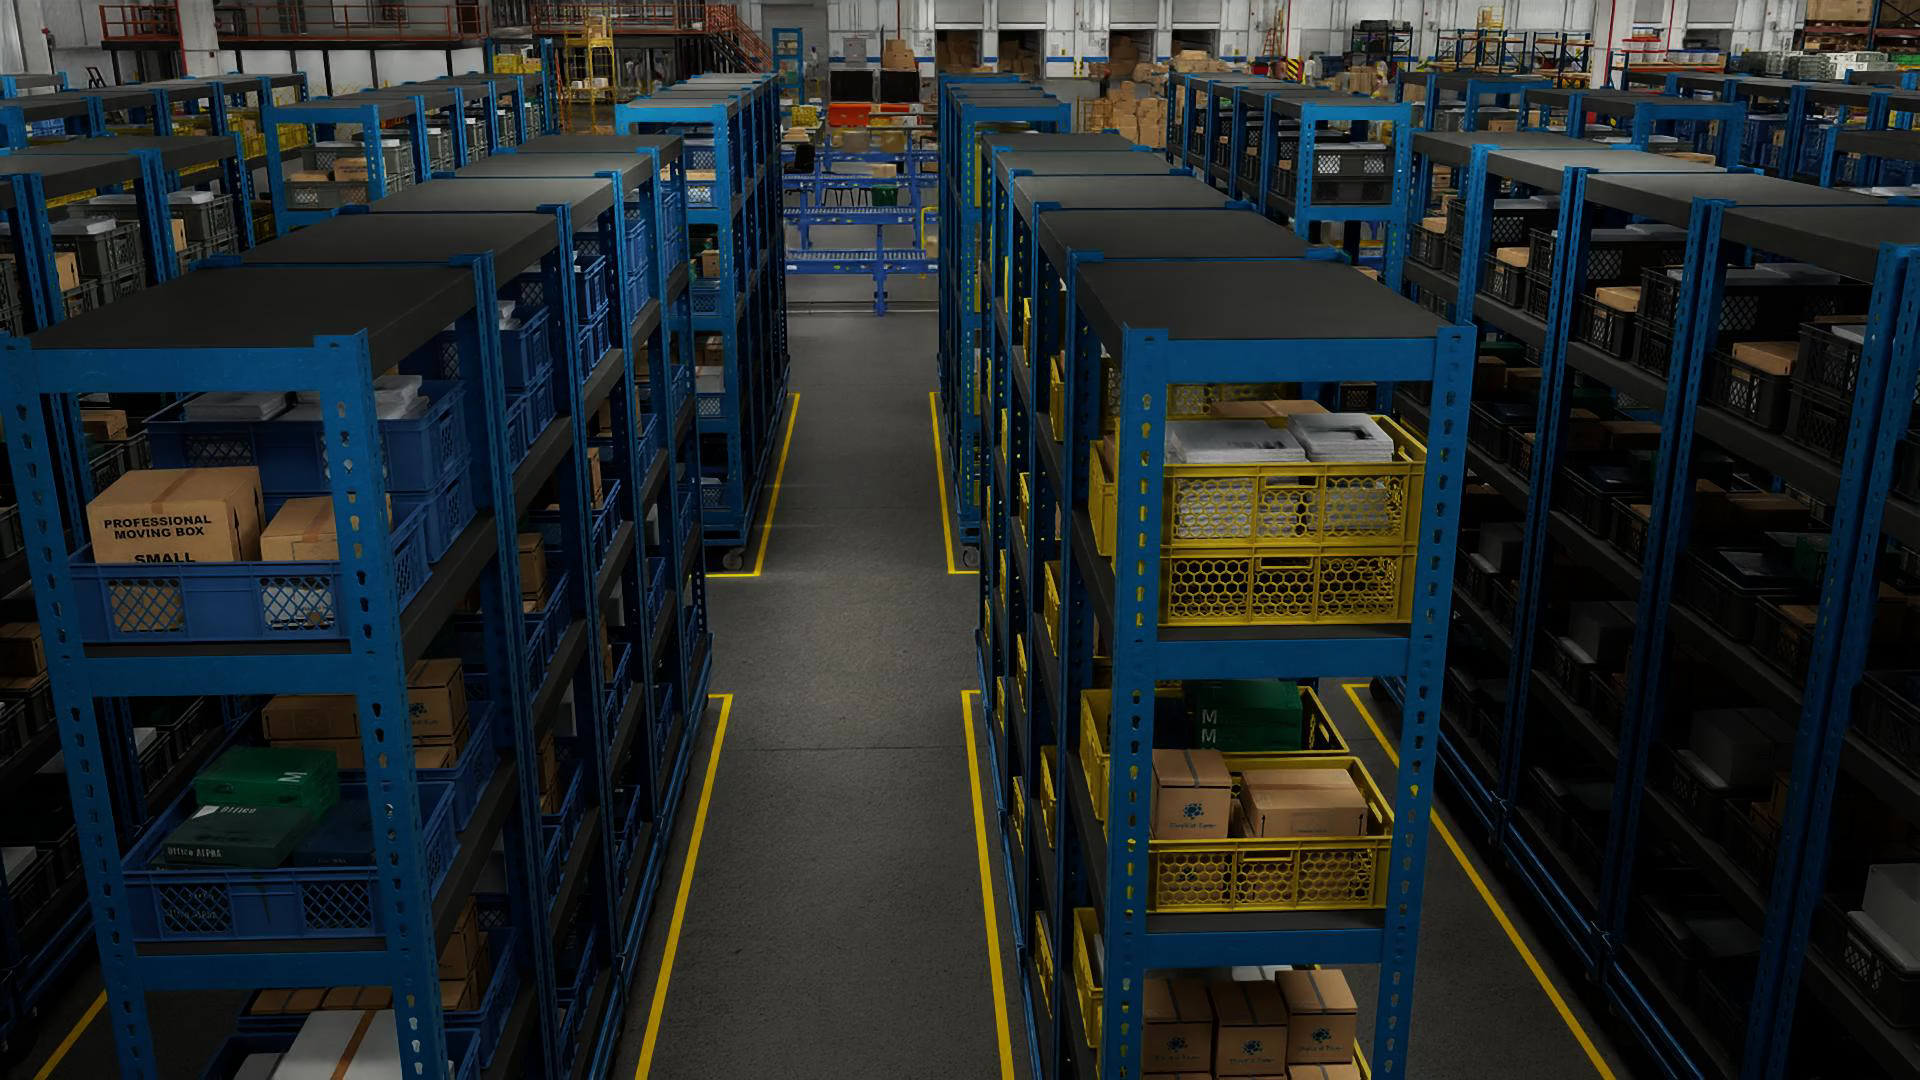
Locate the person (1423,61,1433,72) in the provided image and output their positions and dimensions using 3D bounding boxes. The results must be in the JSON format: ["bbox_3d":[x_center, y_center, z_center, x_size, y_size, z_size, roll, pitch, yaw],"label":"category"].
[{"bbox_3d":[21.654,-21.252,76.897,0.486,1.714,0.799,-7,19,-20],"label":"person"}]

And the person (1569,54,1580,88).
[{"bbox_3d":[29.623,-22.414,80.167,0.390,1.917,0.585,13,22,34],"label":"person"}]

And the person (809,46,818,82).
[{"bbox_3d":[-8.279,-26.919,94.054,0.602,1.949,0.390,-16,24,-40],"label":"person"}]

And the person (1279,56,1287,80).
[{"bbox_3d":[16.651,-23.920,85.218,0.735,1.667,0.540,14,23,38],"label":"person"}]

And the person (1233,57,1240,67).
[{"bbox_3d":[12.537,-21.087,76.046,0.665,1.916,0.664,10,20,28],"label":"person"}]

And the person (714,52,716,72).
[{"bbox_3d":[-13.952,-26.810,93.749,0.647,1.958,0.363,13,22,34],"label":"person"}]

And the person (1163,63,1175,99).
[{"bbox_3d":[8.303,-17.715,65.426,0.684,2.000,0.538,-3,18,-9],"label":"person"}]

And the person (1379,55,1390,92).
[{"bbox_3d":[21.000,-23.221,82.833,0.914,1.809,0.628,8,20,23],"label":"person"}]

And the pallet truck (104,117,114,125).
[{"bbox_3d":[-18.367,-7.885,35.078,1.885,1.965,0.823,1,18,2],"label":"pallet truck"}]

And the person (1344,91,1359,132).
[{"bbox_3d":[12.243,-13.097,51.729,0.548,1.665,0.716,0,18,0],"label":"person"}]

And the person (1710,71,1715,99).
[{"bbox_3d":[29.399,-17.633,65.300,0.601,1.960,0.373,3,18,9],"label":"person"}]

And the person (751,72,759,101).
[{"bbox_3d":[-7.167,-15.282,58.002,1.075,1.983,0.623,7,19,22],"label":"person"}]

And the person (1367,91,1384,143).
[{"bbox_3d":[12.436,-12.498,49.702,0.591,1.790,0.940,-1,18,-4],"label":"person"}]

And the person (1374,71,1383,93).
[{"bbox_3d":[16.198,-17.248,64.434,0.328,1.761,0.523,2,18,7],"label":"person"}]

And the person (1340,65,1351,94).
[{"bbox_3d":[16.054,-18.909,69.451,0.886,1.843,0.525,-12,22,-34],"label":"person"}]

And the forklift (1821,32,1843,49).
[{"bbox_3d":[46.003,-25.465,88.065,1.129,2.768,1.873,-1,18,-2],"label":"forklift"}]

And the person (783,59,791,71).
[{"bbox_3d":[-9.541,-25.909,91.021,0.737,1.886,0.627,2,18,6],"label":"person"}]

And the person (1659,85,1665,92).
[{"bbox_3d":[25.256,-15.728,59.442,0.543,1.939,0.359,8,19,22],"label":"person"}]

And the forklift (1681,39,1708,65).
[{"bbox_3d":[30.913,-19.736,70.337,1.129,2.768,1.873,-1,18,-2],"label":"forklift"}]

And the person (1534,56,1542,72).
[{"bbox_3d":[27.333,-21.943,78.790,0.600,1.874,1.023,-13,22,-34],"label":"person"}]

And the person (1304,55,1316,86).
[{"bbox_3d":[16.702,-22.196,79.477,0.367,1.931,0.631,-15,23,-39],"label":"person"}]

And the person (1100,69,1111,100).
[{"bbox_3d":[5.280,-16.429,61.582,0.816,1.970,0.610,9,20,25],"label":"person"}]

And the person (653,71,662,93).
[{"bbox_3d":[-11.197,-16.445,61.773,0.461,1.866,0.596,2,18,7],"label":"person"}]

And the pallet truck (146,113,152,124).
[{"bbox_3d":[-18.087,-8.309,36.390,1.885,1.965,0.823,-1,18,-4],"label":"pallet truck"}]

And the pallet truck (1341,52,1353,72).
[{"bbox_3d":[18.794,-23.123,82.231,0.823,1.965,1.885,-13,22,-35],"label":"pallet truck"}]

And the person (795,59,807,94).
[{"bbox_3d":[-7.784,-22.811,81.456,0.568,1.883,1.013,-3,18,-8],"label":"person"}]
